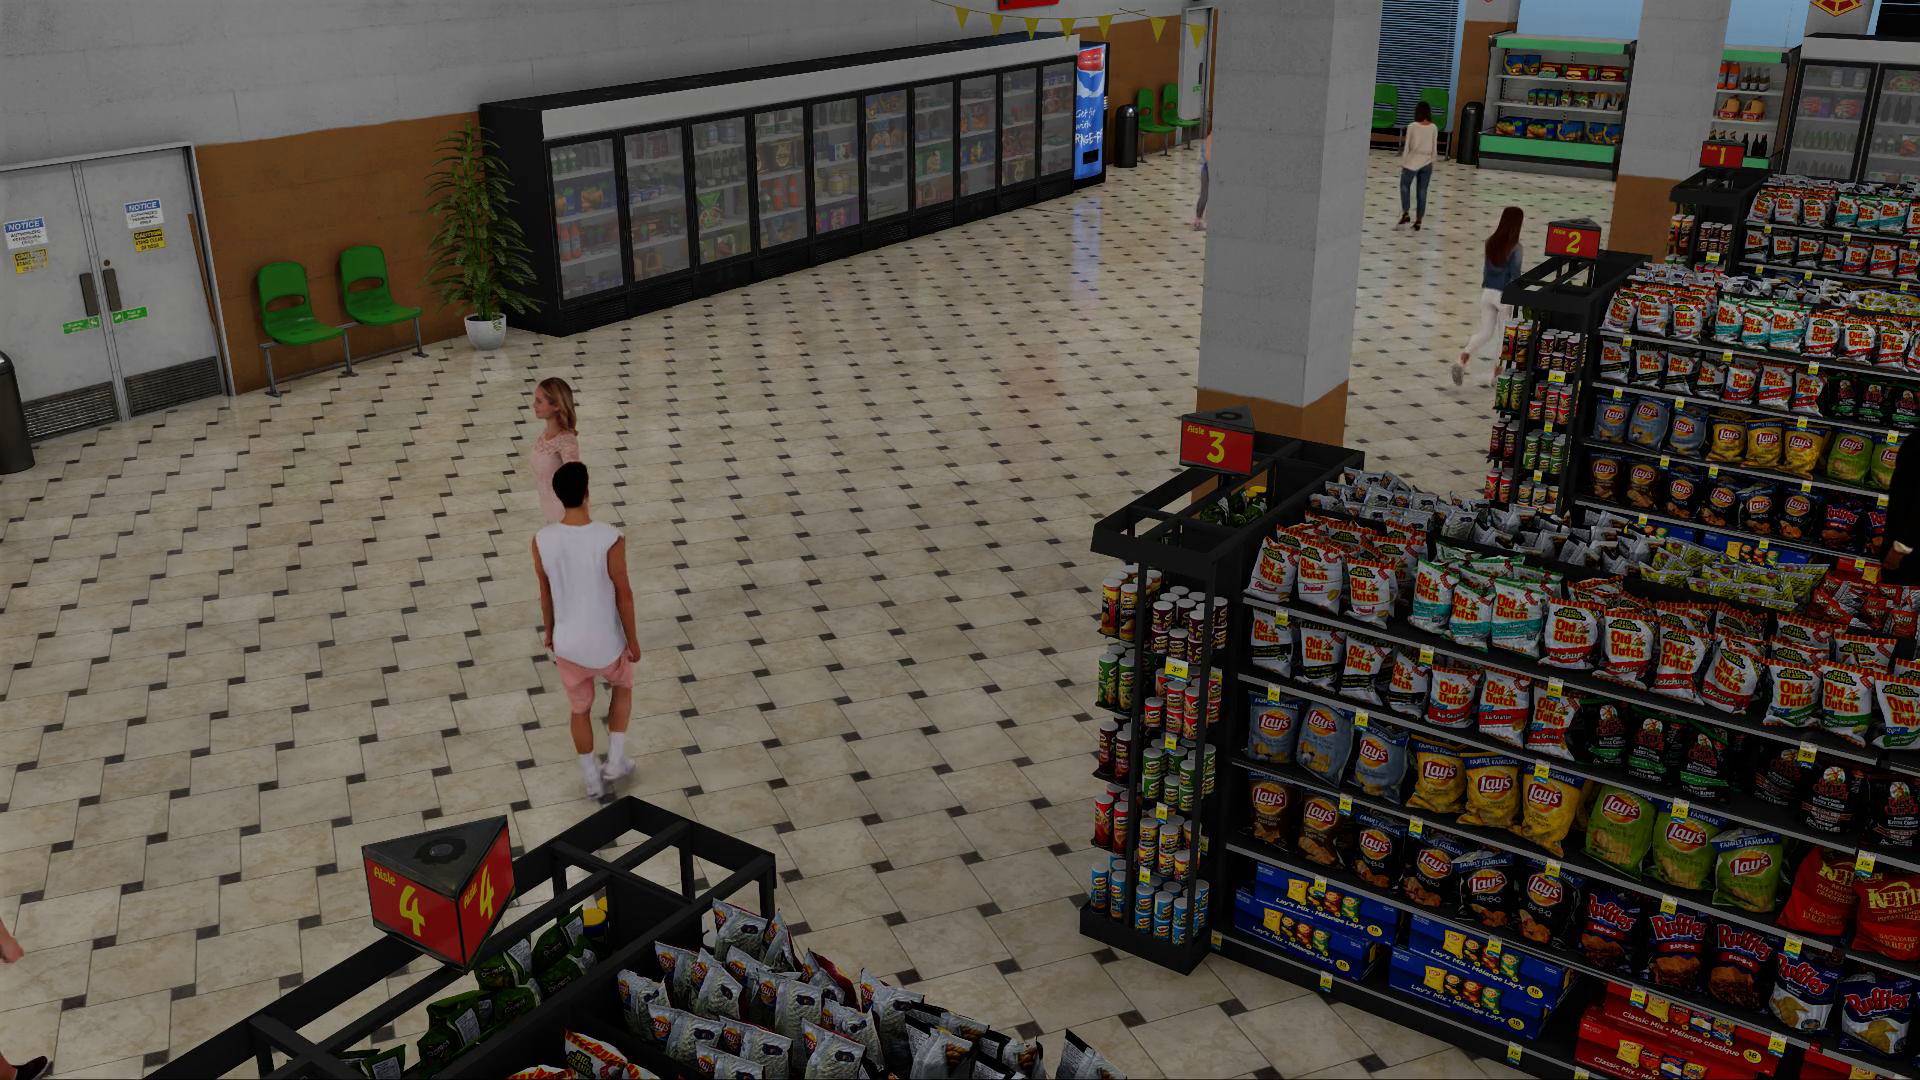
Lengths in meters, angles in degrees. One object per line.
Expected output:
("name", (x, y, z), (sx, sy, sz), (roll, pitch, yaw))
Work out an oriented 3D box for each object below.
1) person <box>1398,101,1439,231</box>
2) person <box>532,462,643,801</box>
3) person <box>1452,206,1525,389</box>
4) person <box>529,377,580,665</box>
("person", (6.115, -4.975, 22.174), (0.763, 1.658, 0.833), (-1, 22, -2))
("person", (-1.890, 0.515, 8.361), (0.772, 1.770, 0.867), (2, 22, 4))
("person", (4.859, -2.186, 15.200), (0.941, 1.683, 1.004), (-11, 25, -26))
("person", (-2.299, -0.072, 9.740), (0.699, 1.830, 0.569), (-12, 25, -28))
